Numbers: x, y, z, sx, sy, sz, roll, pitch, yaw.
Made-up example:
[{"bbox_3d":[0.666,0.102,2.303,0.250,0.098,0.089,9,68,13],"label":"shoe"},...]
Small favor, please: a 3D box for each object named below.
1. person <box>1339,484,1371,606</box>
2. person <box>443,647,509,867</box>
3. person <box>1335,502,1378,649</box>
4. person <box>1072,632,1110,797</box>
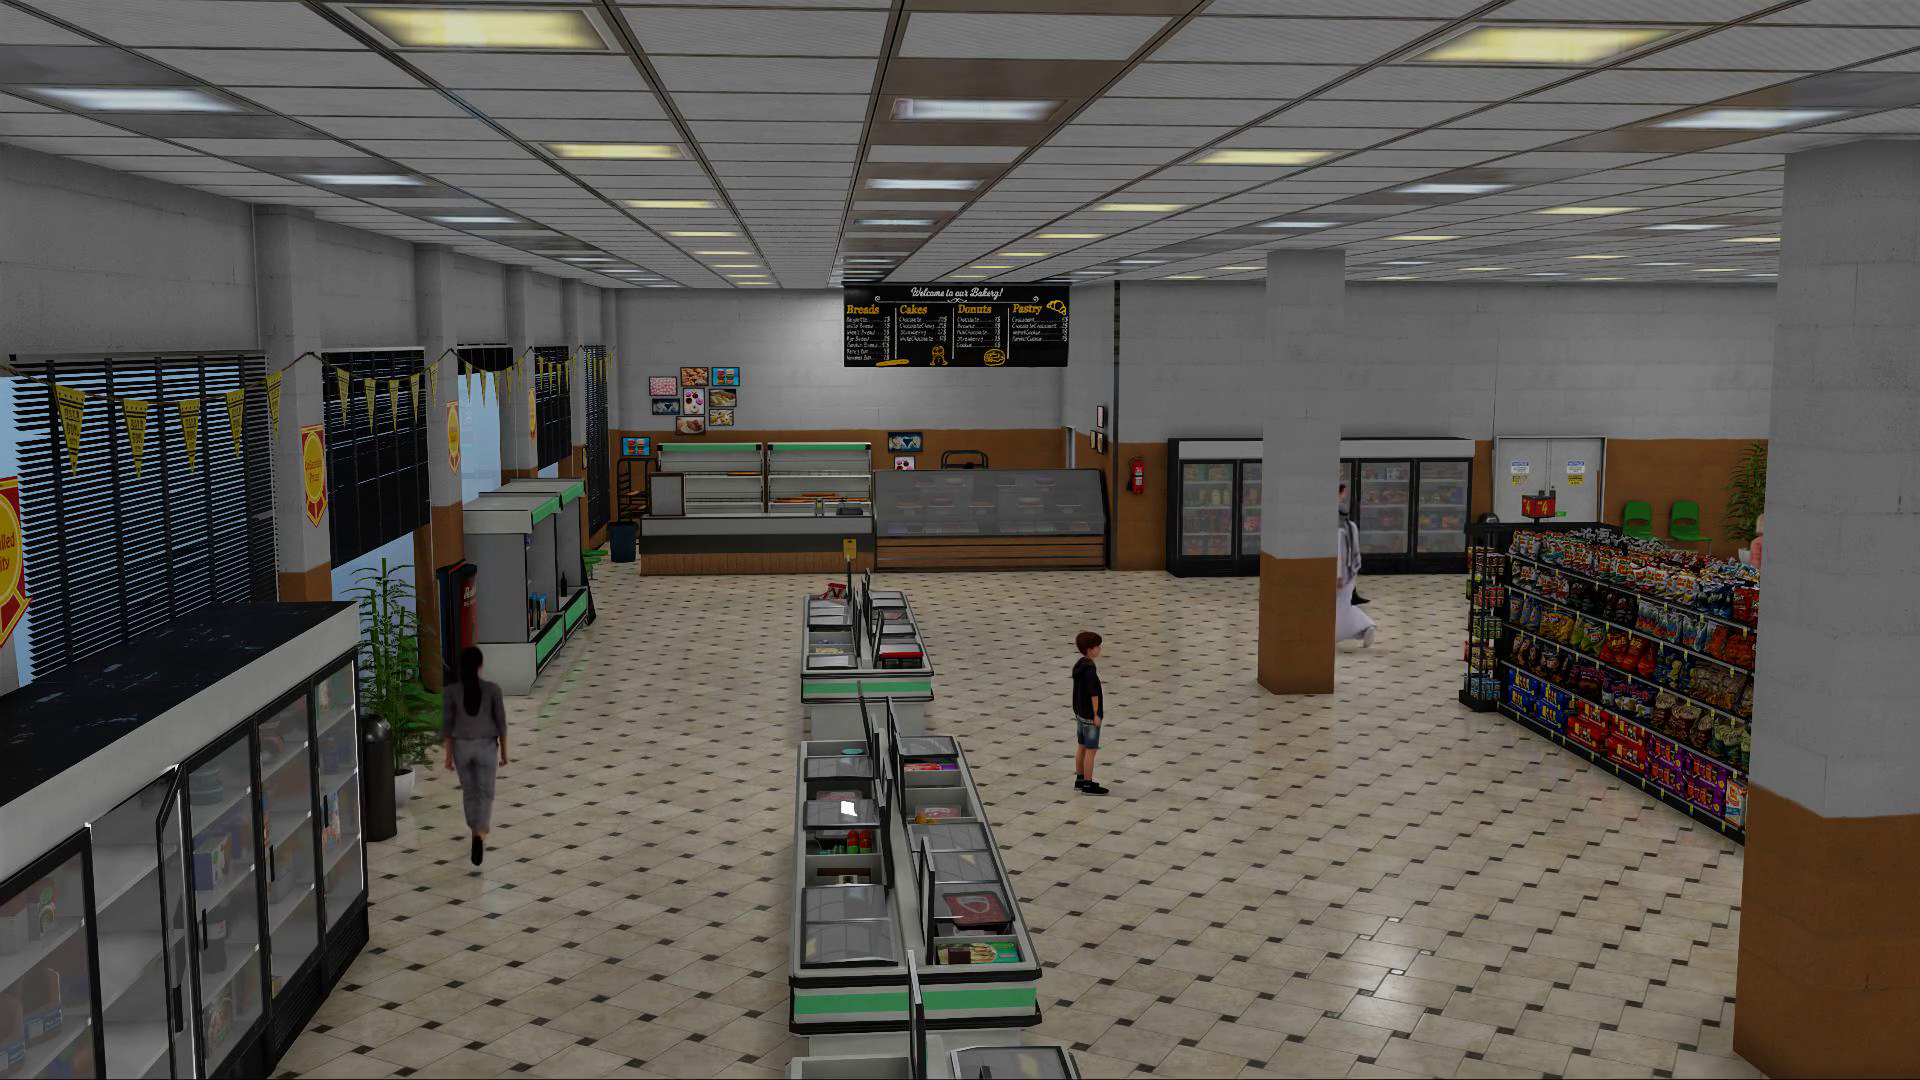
[{"bbox_3d":[5.579,0.090,24.907,1.031,1.845,1.015,4,8,29],"label":"person"},{"bbox_3d":[-3.699,1.669,12.653,0.638,1.650,1.059,-1,7,-7],"label":"person"},{"bbox_3d":[5.000,0.479,21.458,1.174,1.900,1.082,6,9,42],"label":"person"},{"bbox_3d":[1.139,1.521,14.723,0.631,1.447,0.509,-2,7,-16],"label":"person"}]
